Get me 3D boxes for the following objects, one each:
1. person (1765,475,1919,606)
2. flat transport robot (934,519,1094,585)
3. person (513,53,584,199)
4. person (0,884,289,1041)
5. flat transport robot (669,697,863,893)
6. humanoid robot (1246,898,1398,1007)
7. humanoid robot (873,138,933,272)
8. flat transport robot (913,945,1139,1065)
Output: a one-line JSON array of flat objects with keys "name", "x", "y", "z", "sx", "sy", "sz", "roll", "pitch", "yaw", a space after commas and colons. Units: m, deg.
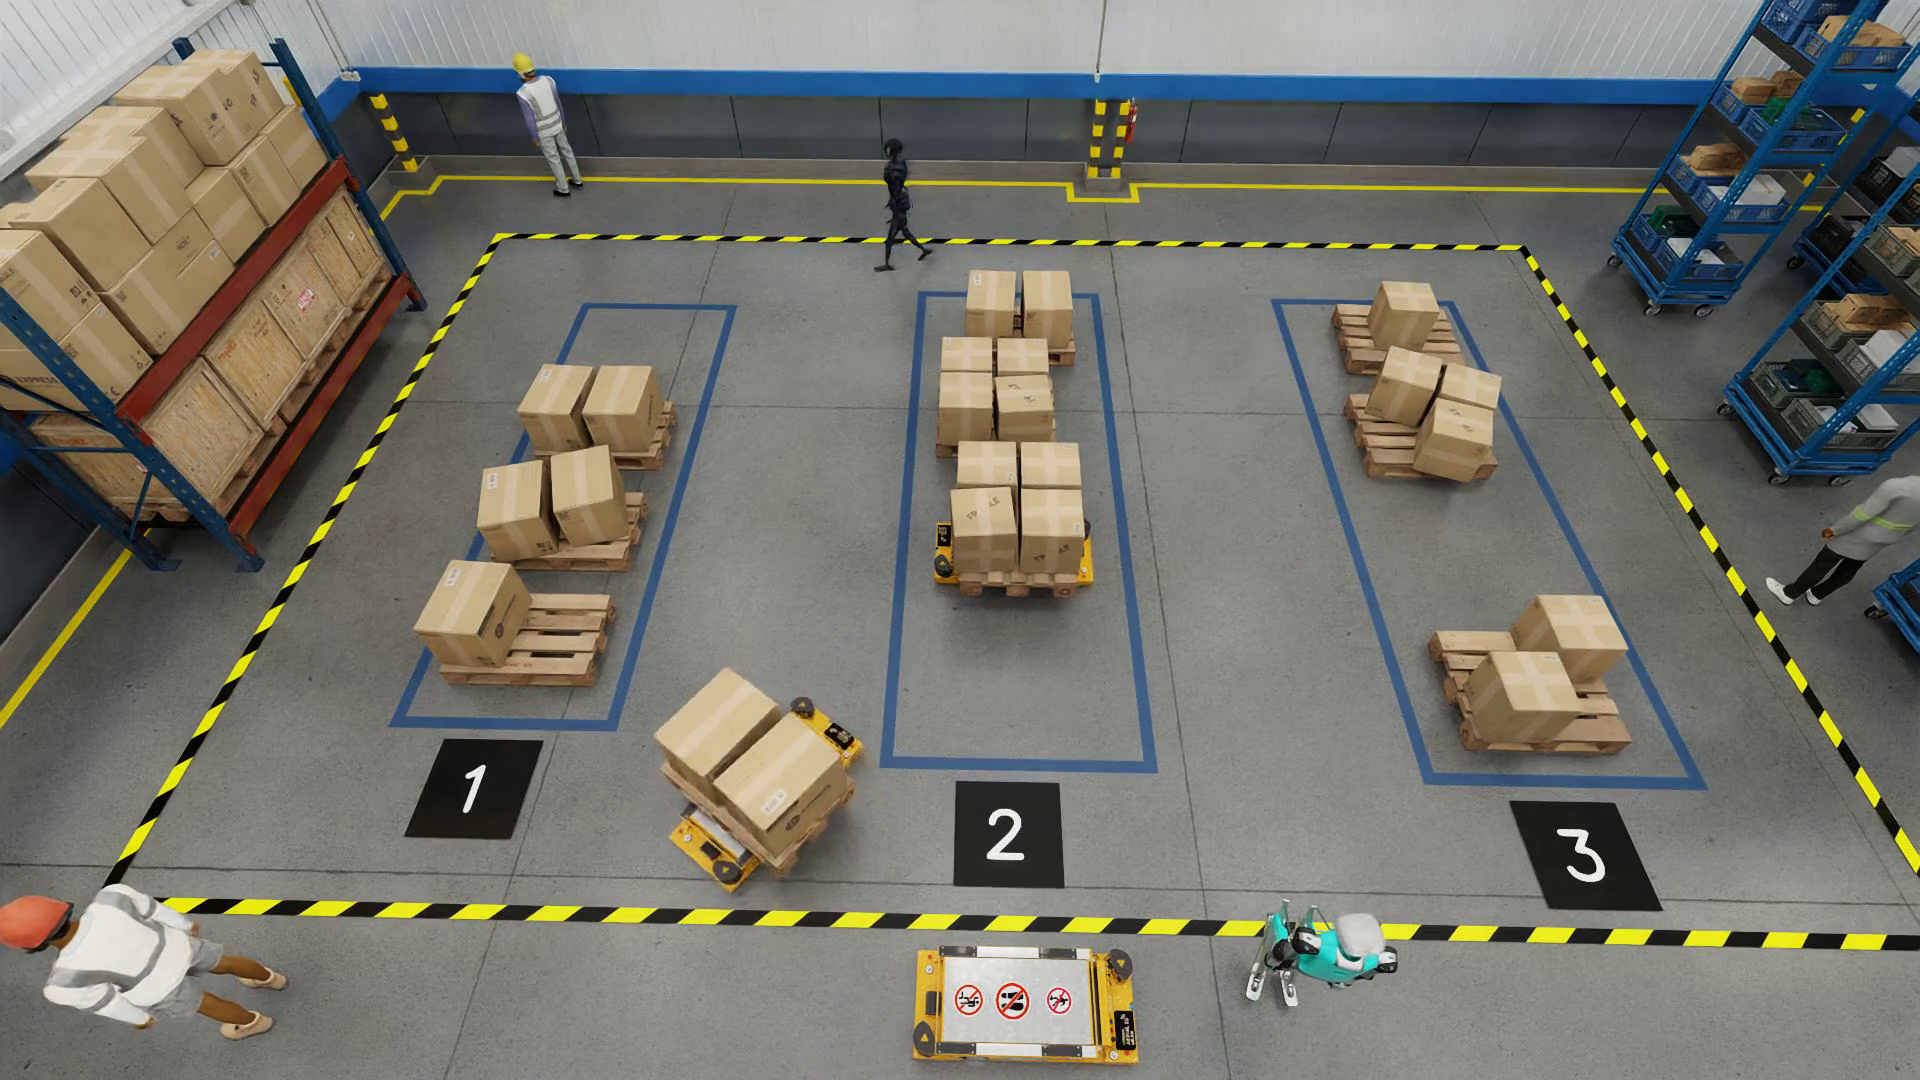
[{"name": "person", "x": 7.487, "y": -0.093, "z": 7.540, "sx": 0.594, "sy": 1.852, "sz": 0.366, "roll": 3, "pitch": 51, "yaw": 3}, {"name": "flat transport robot", "x": 0.490, "y": 0.087, "z": 8.397, "sx": 1.431, "sy": 0.197, "sz": 0.652, "roll": 1, "pitch": 51, "yaw": 1}, {"name": "person", "x": -5.328, "y": -5.323, "z": 11.814, "sx": 0.404, "sy": 1.836, "sz": 0.586, "roll": 22, "pitch": 54, "yaw": 17}, {"name": "person", "x": -4.678, "y": 2.489, "z": 5.316, "sx": 0.391, "sy": 2.040, "sz": 0.607, "roll": 0, "pitch": 51, "yaw": 0}, {"name": "flat transport robot", "x": -1.454, "y": 1.872, "z": 6.942, "sx": 0.652, "sy": 0.197, "sz": 1.431, "roll": 31, "pitch": 57, "yaw": 22}, {"name": "humanoid robot", "x": 2.115, "y": 2.377, "z": 5.511, "sx": 0.533, "sy": 1.681, "sz": 0.735, "roll": 10, "pitch": 52, "yaw": 8}, {"name": "humanoid robot", "x": -0.693, "y": -3.942, "z": 10.817, "sx": 0.741, "sy": 1.641, "sz": 0.589, "roll": -7, "pitch": 51, "yaw": -6}, {"name": "flat transport robot", "x": 0.422, "y": 3.041, "z": 6.007, "sx": 1.431, "sy": 0.231, "sz": 0.659, "roll": 1, "pitch": 51, "yaw": 1}]
